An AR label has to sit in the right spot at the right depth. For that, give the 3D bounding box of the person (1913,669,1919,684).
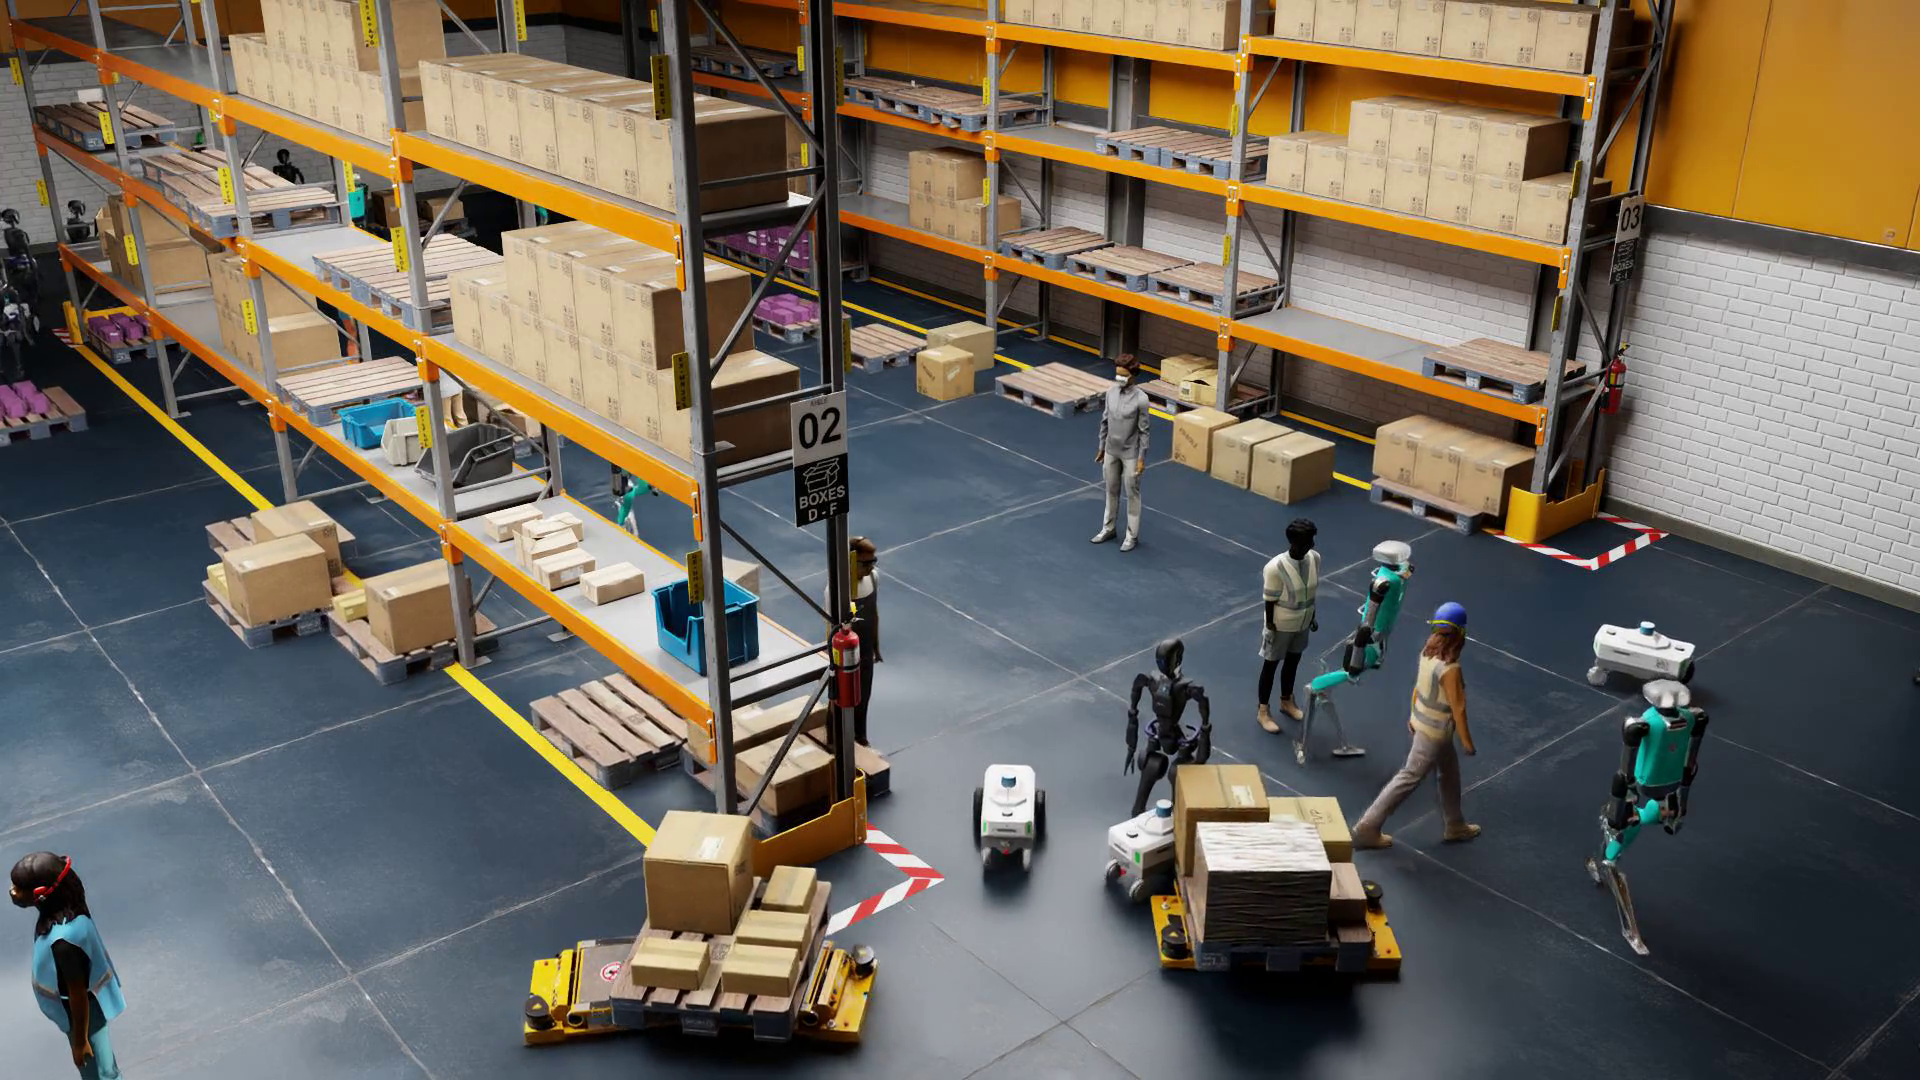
[{"bbox_3d":[7.808,0.271,12.935,0.550,1.923,0.387,13,27,27],"label":"person"}]

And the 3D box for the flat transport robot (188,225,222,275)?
[{"bbox_3d":[-11.460,-3.799,24.441,1.431,0.231,0.659,-10,25,-23],"label":"flat transport robot"}]

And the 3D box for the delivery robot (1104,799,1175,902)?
[{"bbox_3d":[1.314,1.950,10.750,0.776,0.580,0.499,-15,27,-30],"label":"delivery robot"}]

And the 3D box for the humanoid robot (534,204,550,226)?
[{"bbox_3d":[-6.749,-5.515,26.559,0.585,1.771,0.877,15,28,31],"label":"humanoid robot"}]

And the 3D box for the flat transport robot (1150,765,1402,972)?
[{"bbox_3d":[1.917,2.356,10.187,1.431,0.231,0.659,0,23,0],"label":"flat transport robot"}]

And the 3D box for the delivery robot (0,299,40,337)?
[{"bbox_3d":[-12.559,-2.891,21.989,0.499,0.603,0.802,-4,24,-10],"label":"delivery robot"}]

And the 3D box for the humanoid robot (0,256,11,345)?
[{"bbox_3d":[-12.643,-3.420,21.738,0.530,1.792,0.822,-3,24,-6],"label":"humanoid robot"}]

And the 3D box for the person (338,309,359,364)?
[{"bbox_3d":[-7.326,-2.722,20.072,0.334,1.761,0.496,-5,24,-12],"label":"person"}]

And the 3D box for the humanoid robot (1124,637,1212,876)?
[{"bbox_3d":[1.342,1.385,10.656,0.609,1.654,0.317,12,26,27],"label":"humanoid robot"}]

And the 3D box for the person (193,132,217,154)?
[{"bbox_3d":[-11.901,-5.526,26.387,0.912,1.900,0.531,-11,26,-24],"label":"person"}]

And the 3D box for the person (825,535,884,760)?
[{"bbox_3d":[-0.743,0.807,11.817,0.364,1.832,0.511,18,29,36],"label":"person"}]

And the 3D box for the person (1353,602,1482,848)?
[{"bbox_3d":[3.067,1.240,10.932,0.883,1.718,0.481,0,23,0],"label":"person"}]

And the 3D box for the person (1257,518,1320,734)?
[{"bbox_3d":[2.461,0.618,12.414,0.531,1.692,0.320,-15,27,-31],"label":"person"}]

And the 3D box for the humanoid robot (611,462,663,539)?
[{"bbox_3d":[-2.996,-0.543,15.087,0.533,1.775,0.841,-18,29,-35],"label":"humanoid robot"}]

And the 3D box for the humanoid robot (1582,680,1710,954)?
[{"bbox_3d":[4.086,1.564,10.250,0.539,1.783,1.036,-6,24,-13],"label":"humanoid robot"}]

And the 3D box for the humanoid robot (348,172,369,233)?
[{"bbox_3d":[-8.939,-4.414,24.136,0.859,1.863,0.530,11,26,23],"label":"humanoid robot"}]

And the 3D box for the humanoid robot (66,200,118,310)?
[{"bbox_3d":[-12.022,-3.845,22.811,0.607,1.630,0.719,21,31,39],"label":"humanoid robot"}]

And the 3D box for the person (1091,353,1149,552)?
[{"bbox_3d":[1.526,-0.832,15.517,0.528,1.898,0.395,18,29,35],"label":"person"}]

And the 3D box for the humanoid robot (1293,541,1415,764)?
[{"bbox_3d":[2.739,0.790,11.969,0.870,1.780,0.590,17,29,34],"label":"humanoid robot"}]

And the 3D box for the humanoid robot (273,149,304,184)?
[{"bbox_3d":[-10.597,-5.401,26.425,0.601,1.630,0.710,5,24,12],"label":"humanoid robot"}]

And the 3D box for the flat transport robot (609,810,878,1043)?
[{"bbox_3d":[-1.241,2.579,9.671,1.431,0.231,0.659,3,24,7],"label":"flat transport robot"}]

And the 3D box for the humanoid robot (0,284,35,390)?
[{"bbox_3d":[-11.228,-2.456,19.564,0.587,1.644,0.369,-5,24,-12],"label":"humanoid robot"}]

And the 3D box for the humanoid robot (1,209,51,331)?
[{"bbox_3d":[-12.469,-3.599,22.186,0.600,1.650,0.346,17,29,35],"label":"humanoid robot"}]

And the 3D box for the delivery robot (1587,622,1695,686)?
[{"bbox_3d":[5.395,0.947,13.112,0.816,0.613,0.499,14,27,30],"label":"delivery robot"}]

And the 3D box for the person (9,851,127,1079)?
[{"bbox_3d":[-4.334,2.347,8.207,0.398,1.862,0.498,-14,27,-30],"label":"person"}]

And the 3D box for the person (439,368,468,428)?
[{"bbox_3d":[-5.428,-1.603,17.482,0.342,1.749,0.570,9,25,20],"label":"person"}]

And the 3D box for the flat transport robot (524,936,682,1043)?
[{"bbox_3d":[-1.772,2.579,9.671,1.431,0.231,0.659,-3,24,-8],"label":"flat transport robot"}]

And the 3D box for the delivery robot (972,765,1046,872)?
[{"bbox_3d":[0.323,1.812,11.075,0.499,0.586,0.765,1,23,3],"label":"delivery robot"}]
